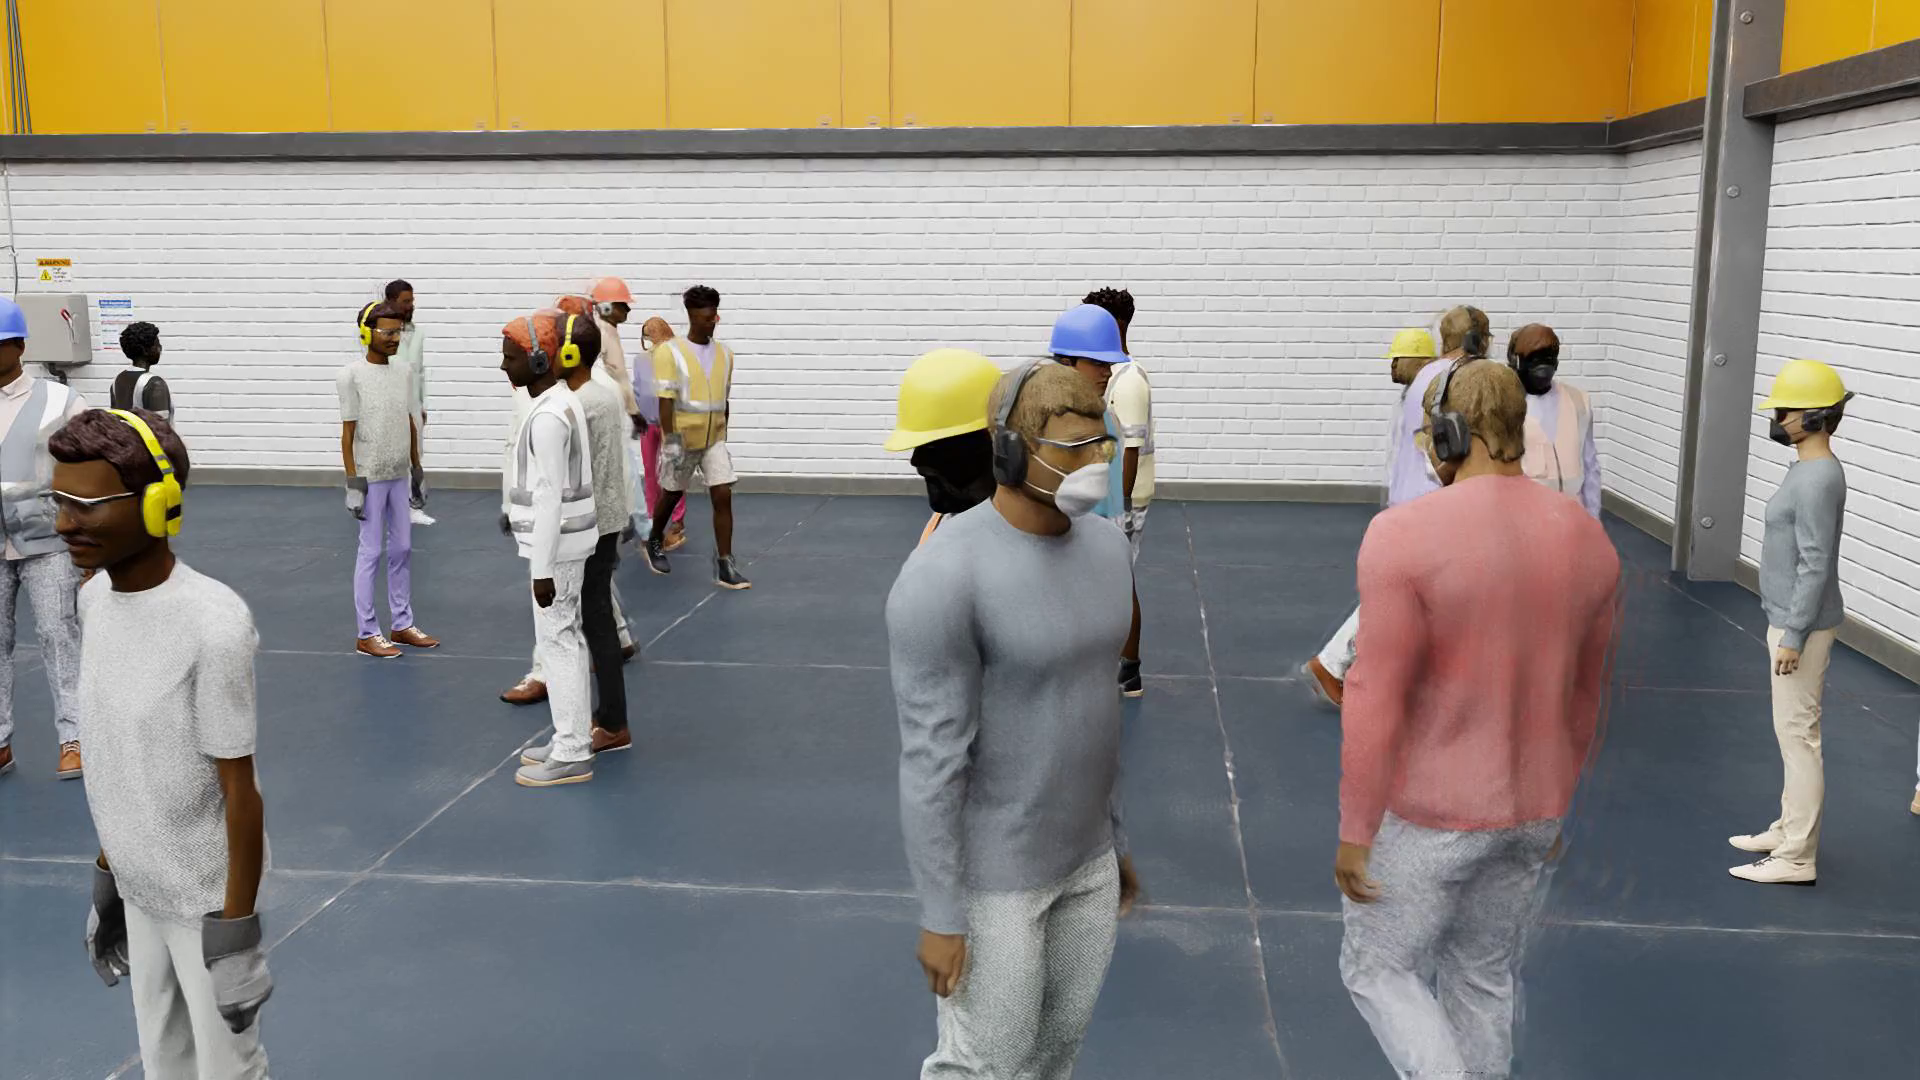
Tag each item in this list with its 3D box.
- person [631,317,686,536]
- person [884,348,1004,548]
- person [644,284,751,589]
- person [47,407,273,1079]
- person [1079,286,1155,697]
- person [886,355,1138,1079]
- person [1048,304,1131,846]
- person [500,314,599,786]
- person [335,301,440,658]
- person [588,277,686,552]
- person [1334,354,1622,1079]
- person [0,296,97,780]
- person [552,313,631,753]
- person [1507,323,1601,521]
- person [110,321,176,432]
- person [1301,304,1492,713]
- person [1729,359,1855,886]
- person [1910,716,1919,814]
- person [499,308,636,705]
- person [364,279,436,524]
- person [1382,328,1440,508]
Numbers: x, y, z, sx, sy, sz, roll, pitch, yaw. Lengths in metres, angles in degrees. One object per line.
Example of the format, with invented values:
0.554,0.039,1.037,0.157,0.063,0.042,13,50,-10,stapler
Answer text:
-2.246,-0.849,12.436,0.497,1.633,0.279,4,11,24,person
0.021,0.533,3.713,0.379,1.918,0.585,-4,11,-21,person
-1.733,-0.674,10.652,0.610,1.927,1.000,-8,13,-39,person
-1.445,0.680,3.076,0.513,1.853,0.342,7,12,36,person
0.738,-0.223,7.940,0.373,1.958,0.607,0,10,-2,person
0.124,0.621,3.151,0.355,1.936,0.635,8,13,39,person
0.390,0.169,5.717,0.405,1.943,0.615,7,12,33,person
-1.623,0.046,6.631,0.354,1.876,0.587,-1,10,-8,person
-3.019,-0.312,8.737,0.326,1.859,0.508,5,11,27,person
-2.512,-0.866,11.681,1.042,1.947,0.610,-1,10,-7,person
1.087,0.583,3.451,0.671,1.908,0.552,-4,11,-23,person
-3.765,0.006,6.637,0.602,1.949,0.389,-3,10,-16,person
-1.582,-0.021,7.029,0.340,1.870,0.537,0,10,1,person
2.496,-0.058,7.392,0.618,1.818,0.870,-3,10,-15,person
-4.931,-0.472,10.094,0.536,1.697,0.322,7,12,37,person
2.105,-0.138,7.649,1.021,1.897,0.650,0,10,-2,person
2.800,0.278,5.611,0.316,1.766,0.533,5,11,25,person
3.751,0.167,6.024,0.429,1.842,0.629,2,10,9,person
-1.906,-0.193,8.068,0.670,1.856,1.006,6,12,33,person
-4.374,-1.060,12.872,0.501,1.902,0.620,5,11,26,person
2.253,-0.188,8.338,0.322,1.742,0.493,-1,10,-6,person
